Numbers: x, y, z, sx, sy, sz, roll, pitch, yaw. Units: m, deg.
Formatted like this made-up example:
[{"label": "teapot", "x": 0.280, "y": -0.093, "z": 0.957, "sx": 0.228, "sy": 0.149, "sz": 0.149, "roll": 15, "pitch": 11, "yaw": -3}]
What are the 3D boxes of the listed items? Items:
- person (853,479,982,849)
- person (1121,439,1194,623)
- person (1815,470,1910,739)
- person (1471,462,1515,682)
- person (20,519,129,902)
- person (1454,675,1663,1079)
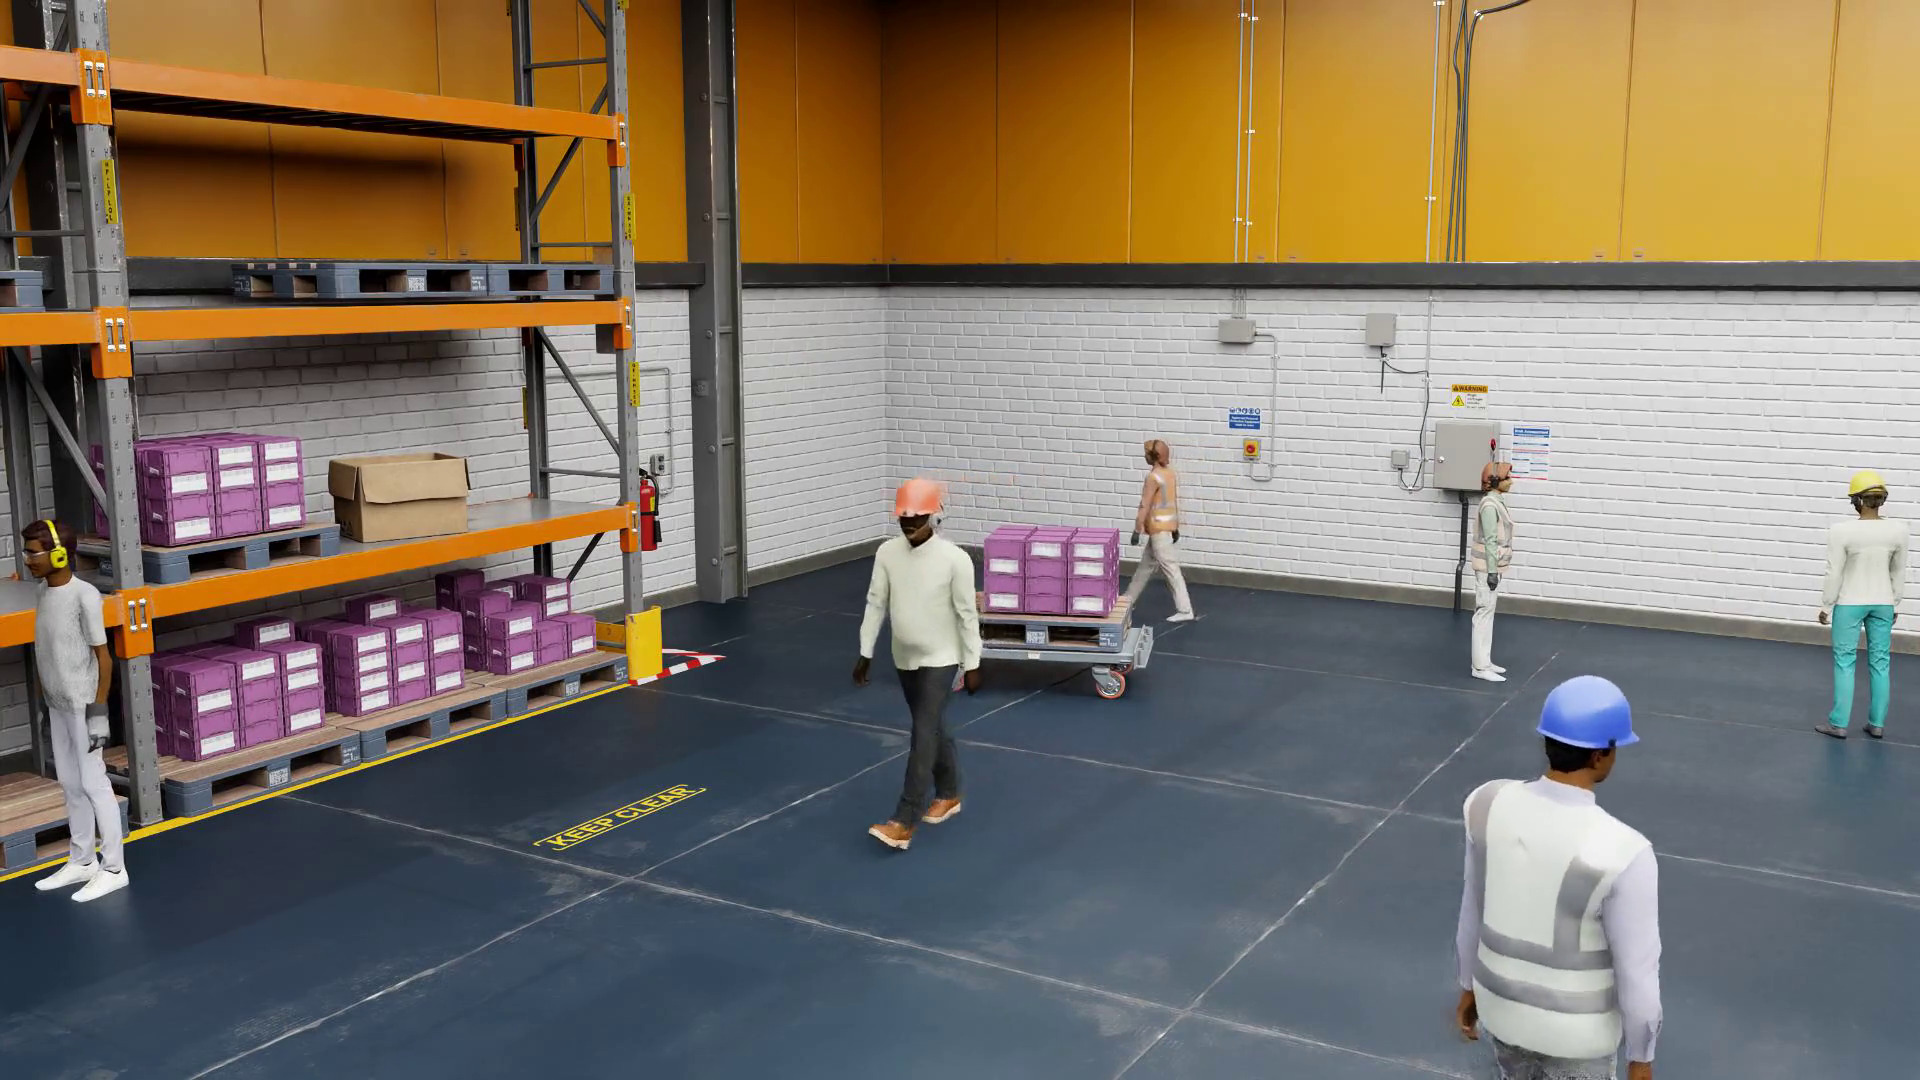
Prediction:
[{"label": "person", "x": -0.256, "y": 0.641, "z": 8.898, "sx": 0.628, "sy": 1.940, "sz": 0.996, "roll": 7, "pitch": 11, "yaw": 37}, {"label": "person", "x": 1.694, "y": -0.085, "z": 14.555, "sx": 0.888, "sy": 1.589, "sz": 0.536, "roll": 5, "pitch": 10, "yaw": 26}, {"label": "person", "x": 5.867, "y": 0.427, "z": 10.835, "sx": 0.522, "sy": 1.763, "sz": 0.320, "roll": 0, "pitch": 9, "yaw": 0}, {"label": "person", "x": 3.977, "y": 0.228, "z": 12.453, "sx": 0.309, "sy": 1.639, "sz": 0.514, "roll": 3, "pitch": 10, "yaw": 19}, {"label": "person", "x": -4.310, "y": 0.818, "z": 8.068, "sx": 0.532, "sy": 1.864, "sz": 0.312, "roll": 6, "pitch": 11, "yaw": 32}, {"label": "person", "x": 1.687, "y": 1.324, "z": 4.691, "sx": 0.436, "sy": 1.927, "sz": 0.634, "roll": -5, "pitch": 11, "yaw": -31}]
